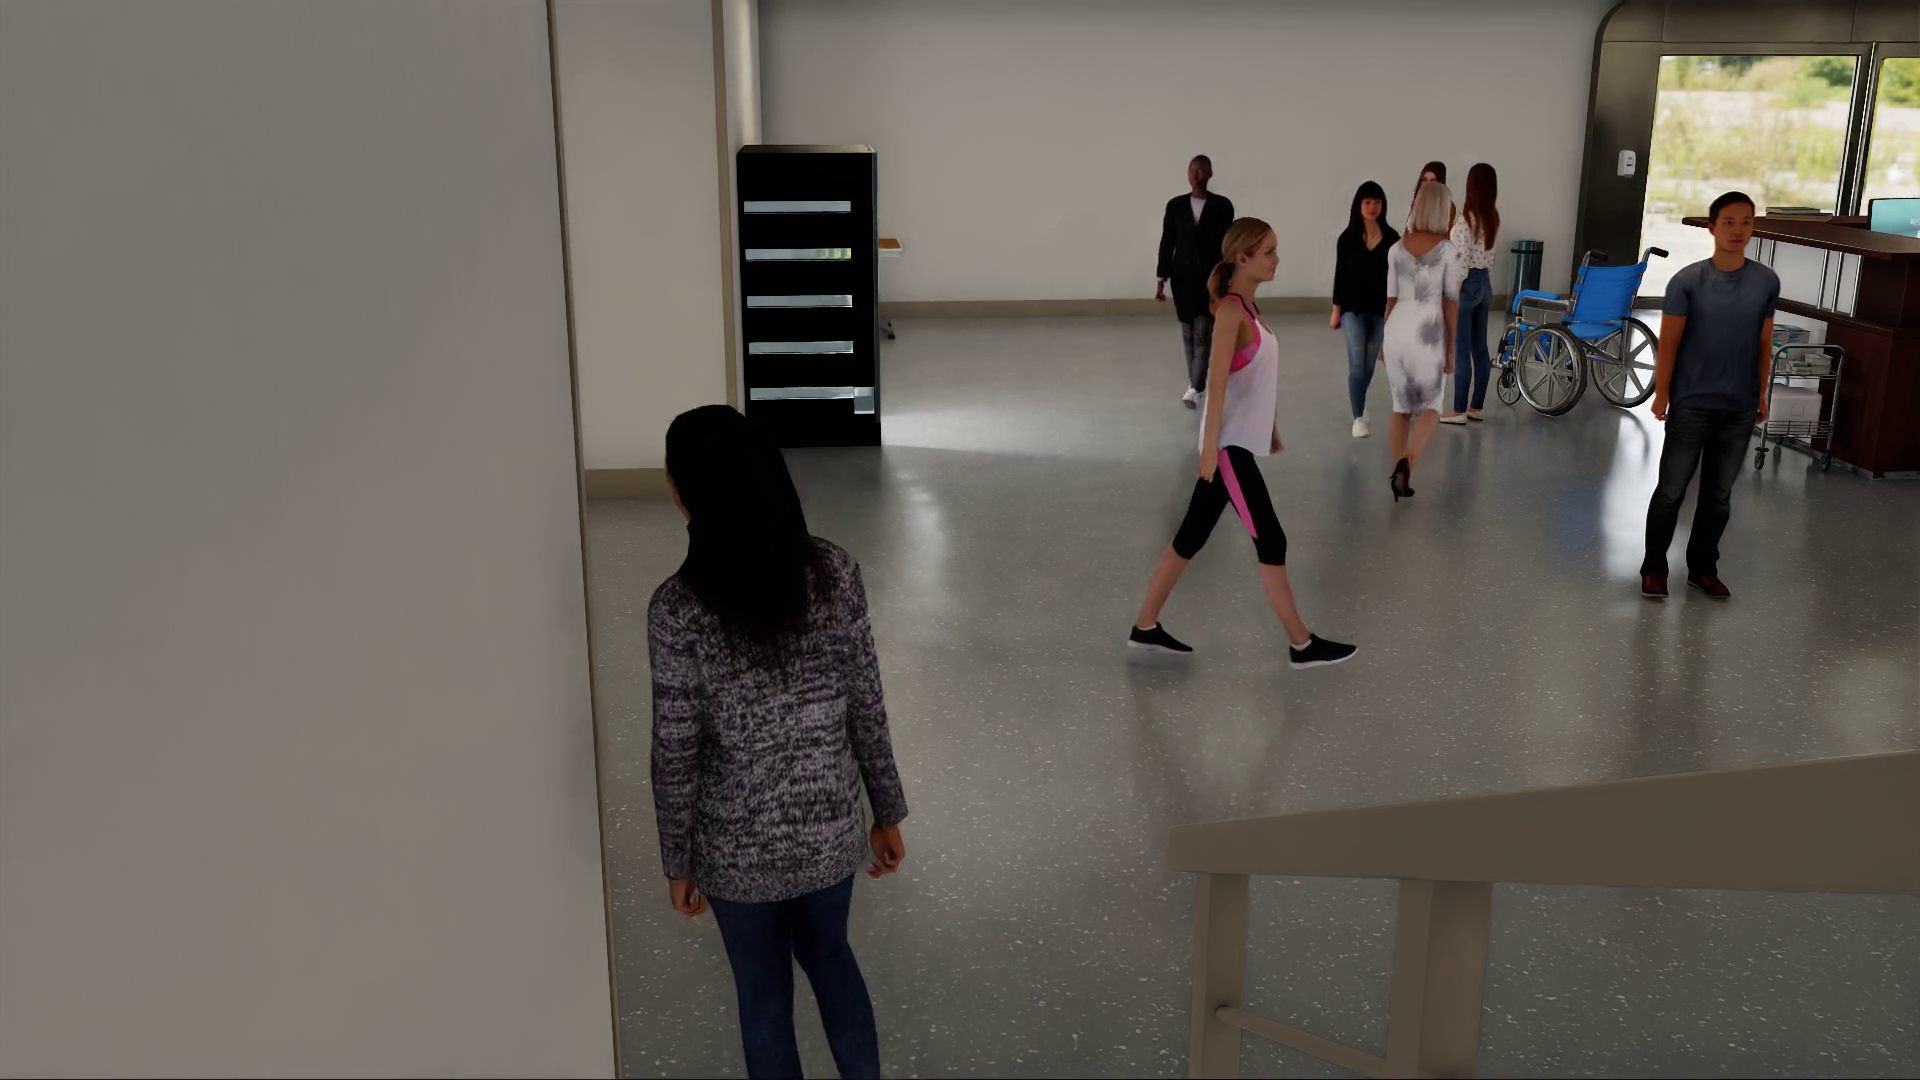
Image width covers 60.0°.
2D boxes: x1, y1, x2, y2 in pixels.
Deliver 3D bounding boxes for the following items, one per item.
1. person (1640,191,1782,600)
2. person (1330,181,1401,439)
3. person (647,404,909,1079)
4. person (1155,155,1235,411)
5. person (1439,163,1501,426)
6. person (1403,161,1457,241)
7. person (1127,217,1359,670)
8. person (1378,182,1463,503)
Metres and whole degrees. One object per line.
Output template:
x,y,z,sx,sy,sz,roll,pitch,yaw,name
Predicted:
3.333,-0.630,7.393,0.677,1.809,0.557,0,16,1,person
2.638,-1.482,10.785,0.615,1.608,1.080,0,16,-1,person
-0.334,0.608,3.184,0.761,1.711,0.784,-6,17,-20,person
1.701,-1.800,11.692,0.975,1.729,1.156,7,17,22,person
3.433,-1.650,11.161,0.654,1.728,0.678,-13,20,-38,person
3.468,-1.893,12.105,0.825,1.684,0.722,-9,18,-30,person
0.960,-0.325,6.448,0.983,1.735,1.159,5,16,17,person
2.423,-1.026,8.935,0.812,1.734,0.882,9,18,30,person
